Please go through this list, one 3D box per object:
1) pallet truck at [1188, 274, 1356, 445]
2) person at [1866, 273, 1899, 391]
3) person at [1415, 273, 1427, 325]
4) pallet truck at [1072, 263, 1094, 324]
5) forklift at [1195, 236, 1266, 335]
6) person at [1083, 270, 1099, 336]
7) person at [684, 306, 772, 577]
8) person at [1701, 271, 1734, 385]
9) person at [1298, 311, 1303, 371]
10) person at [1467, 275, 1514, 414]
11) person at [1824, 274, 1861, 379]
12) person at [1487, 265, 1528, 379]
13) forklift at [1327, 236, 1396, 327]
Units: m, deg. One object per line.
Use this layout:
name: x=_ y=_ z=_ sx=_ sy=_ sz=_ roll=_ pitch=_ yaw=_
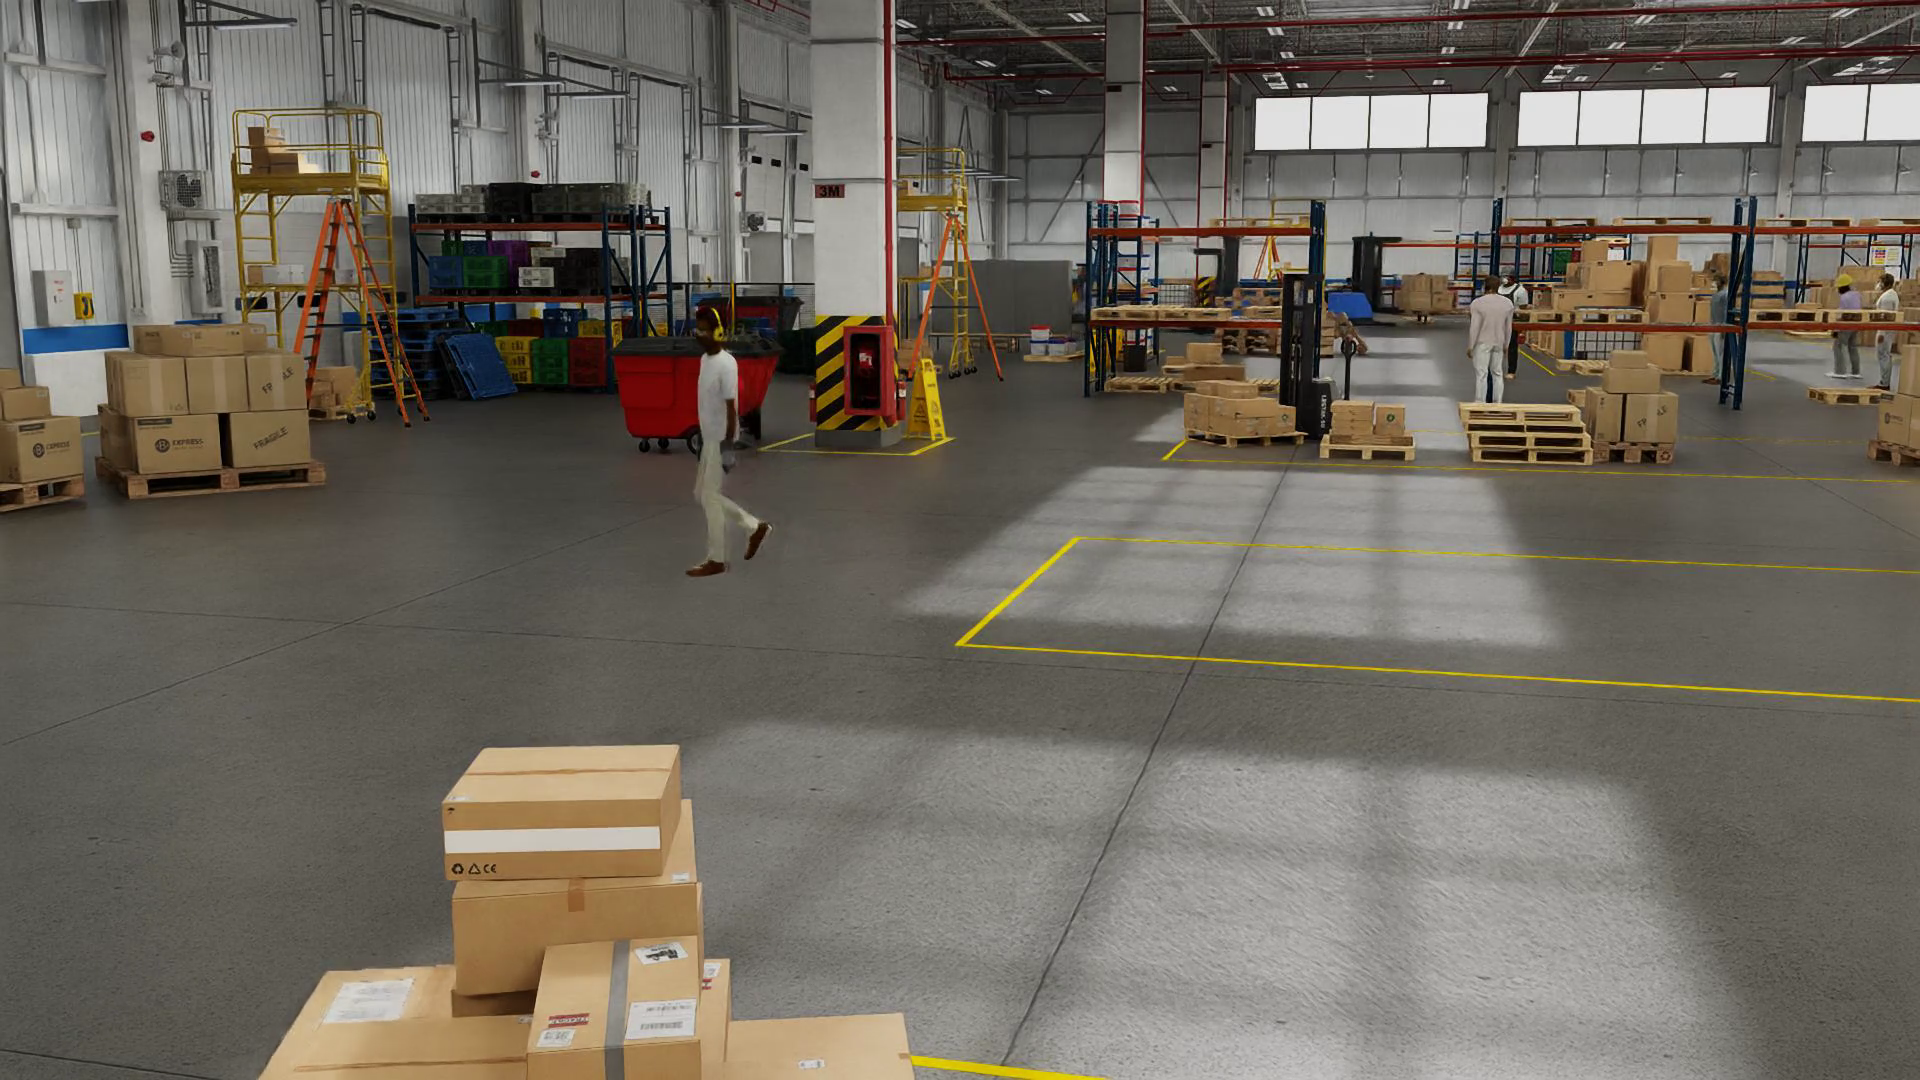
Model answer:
pallet truck: x=3.653 y=-2.138 z=19.590 sx=1.885 sy=1.965 sz=0.823 roll=-4 pitch=10 yaw=-20
person: x=15.087 y=-3.383 z=27.138 sx=0.367 sy=1.932 sz=0.622 roll=6 pitch=11 yaw=31
person: x=15.035 y=-7.844 z=54.100 sx=0.530 sy=1.689 sz=0.322 roll=-3 pitch=10 yaw=-17
pallet truck: x=4.325 y=-8.180 z=55.162 sx=0.823 sy=1.965 sz=1.885 roll=6 pitch=11 yaw=31
forklift: x=7.603 y=-7.140 z=46.443 sx=1.873 sy=2.768 sz=1.129 roll=2 pitch=10 yaw=14
person: x=3.470 y=-5.934 z=42.149 sx=0.506 sy=1.923 sz=0.558 roll=-3 pitch=10 yaw=-15
person: x=-1.626 y=-0.677 z=11.427 sx=0.586 sy=1.850 sz=0.535 roll=-5 pitch=11 yaw=-27
person: x=13.036 y=-3.630 z=28.549 sx=0.355 sy=1.936 sz=0.635 roll=0 pitch=10 yaw=2
person: x=6.672 y=-4.095 z=31.888 sx=0.320 sy=1.736 sz=0.487 roll=7 pitch=12 yaw=34
person: x=7.281 y=-2.671 z=22.893 sx=0.635 sy=1.939 sz=0.360 roll=-2 pitch=10 yaw=-13
person: x=15.889 y=-3.821 z=29.855 sx=0.601 sy=1.879 sz=0.586 roll=-9 pitch=13 yaw=-42
person: x=9.774 y=-3.899 z=29.830 sx=0.536 sy=2.000 sz=0.673 roll=-8 pitch=13 yaw=-40
forklift: x=12.486 y=-8.034 z=51.710 sx=1.873 sy=2.768 sz=1.129 roll=-2 pitch=10 yaw=-14
